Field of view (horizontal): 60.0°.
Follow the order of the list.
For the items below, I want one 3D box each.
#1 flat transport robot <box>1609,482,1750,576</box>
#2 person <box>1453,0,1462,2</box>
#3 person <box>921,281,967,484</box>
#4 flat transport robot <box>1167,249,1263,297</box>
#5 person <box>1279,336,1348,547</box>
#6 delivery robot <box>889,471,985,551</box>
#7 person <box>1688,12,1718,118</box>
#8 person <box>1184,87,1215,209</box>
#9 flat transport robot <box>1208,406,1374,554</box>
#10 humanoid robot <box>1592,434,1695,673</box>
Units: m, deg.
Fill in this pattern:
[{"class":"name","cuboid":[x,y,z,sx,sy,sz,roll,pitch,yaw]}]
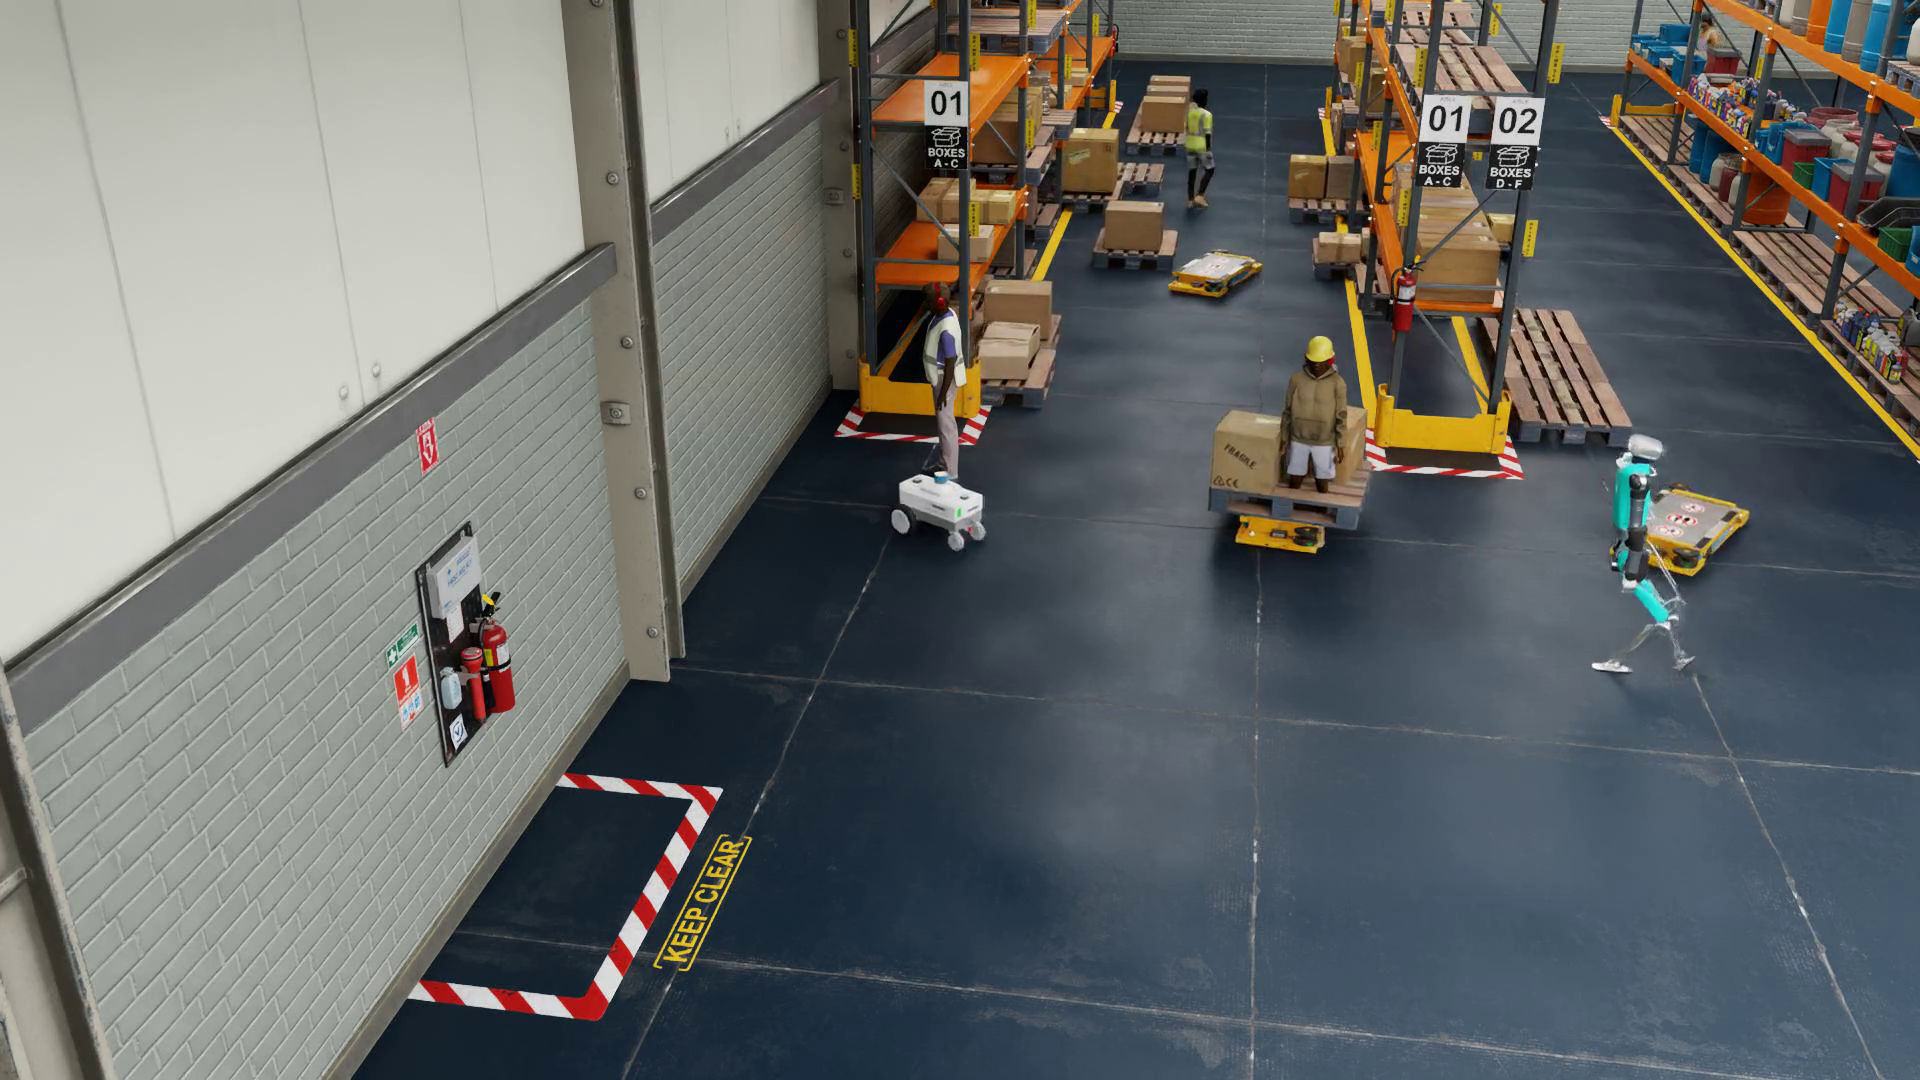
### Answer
[{"class":"flat transport robot","cuboid":[5.886,-0.096,13.564,0.659,0.231,1.431,19,31,35]},{"class":"person","cuboid":[9.383,-9.387,31.679,0.532,1.767,0.322,14,29,28]},{"class":"person","cuboid":[-0.138,-1.351,14.394,0.389,1.838,0.562,-2,25,-5]},{"class":"flat transport robot","cuboid":[3.137,-3.262,20.339,0.659,0.231,1.431,14,29,28]},{"class":"person","cuboid":[2.826,-0.805,13.323,0.542,1.757,0.414,10,27,21]},{"class":"delivery robot","cuboid":[-0.168,-0.271,13.608,0.805,0.601,0.499,20,32,36]},{"class":"person","cuboid":[13.218,-8.425,29.555,0.632,1.821,0.529,-2,25,-4]},{"class":"person","cuboid":[3.364,-5.533,23.536,0.365,1.671,0.543,-20,31,-36]},{"class":"flat transport robot","cuboid":[2.777,-0.281,13.960,0.659,0.231,1.431,9,26,18]},{"class":"humanoid robot","cuboid":[4.791,0.183,11.325,0.836,1.860,0.544,4,25,9]}]
